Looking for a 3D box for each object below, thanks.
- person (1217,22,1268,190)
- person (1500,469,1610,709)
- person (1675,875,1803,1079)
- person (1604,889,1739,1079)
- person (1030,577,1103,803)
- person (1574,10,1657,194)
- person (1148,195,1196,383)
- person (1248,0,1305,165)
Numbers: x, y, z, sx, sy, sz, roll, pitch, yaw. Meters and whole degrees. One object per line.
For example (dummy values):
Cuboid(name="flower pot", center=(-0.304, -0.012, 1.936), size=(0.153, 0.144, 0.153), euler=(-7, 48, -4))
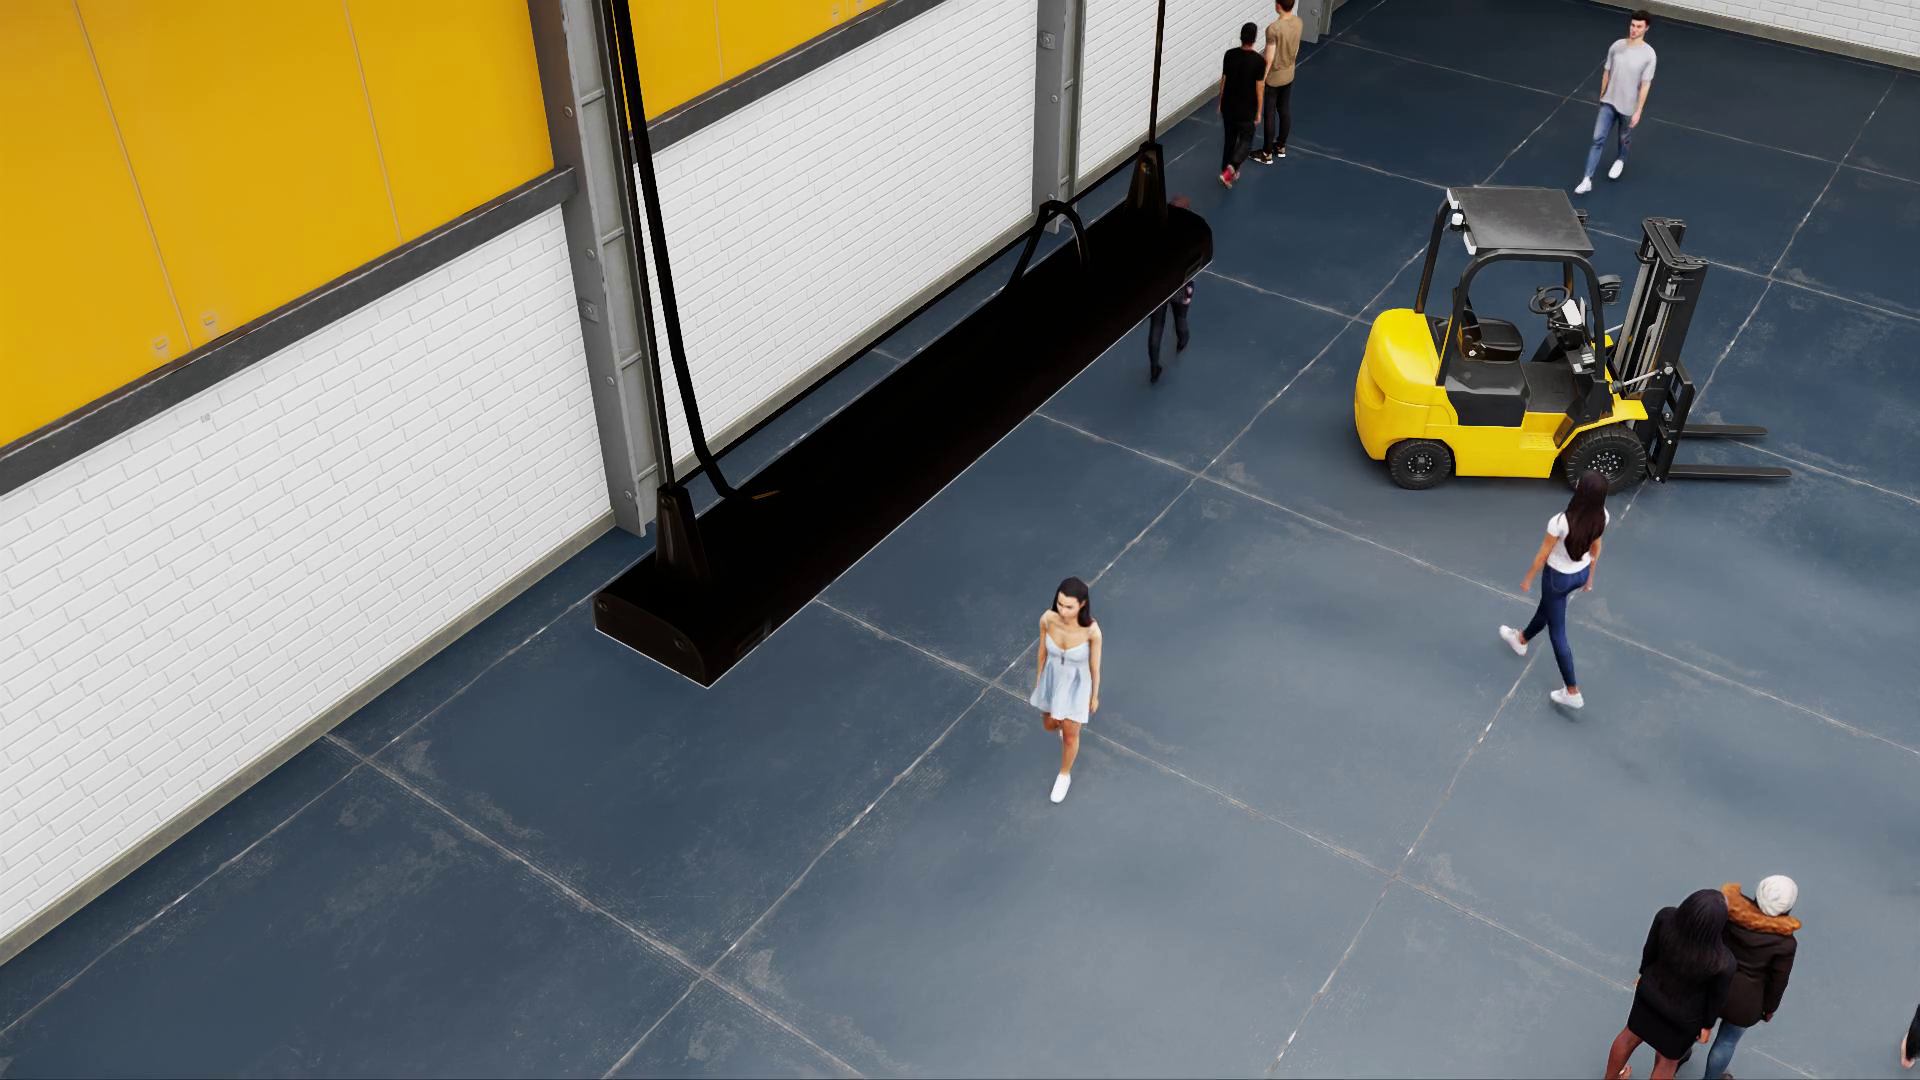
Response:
Cuboid(name="person", center=(2.812, -4.374, 16.977), size=(0.648, 1.738, 0.817), euler=(21, 43, 24))
Cuboid(name="person", center=(4.072, 0.339, 11.075), size=(1.160, 1.738, 1.075), euler=(-15, 41, -18))
Cuboid(name="person", center=(4.040, 2.312, 8.688), size=(0.697, 1.634, 0.702), euler=(-26, 45, -28))
Cuboid(name="person", center=(3.652, 2.373, 8.542), size=(0.629, 1.721, 0.675), euler=(-23, 44, -26))
Cuboid(name="person", center=(0.713, 0.858, 10.442), size=(0.720, 1.716, 0.939), euler=(13, 40, 16))
Cuboid(name="person", center=(6.828, -4.501, 17.047), size=(0.700, 1.848, 1.170), euler=(26, 45, 29))
Cuboid(name="person", center=(1.764, -2.110, 14.214), size=(0.780, 1.646, 1.059), euler=(11, 40, 13))
Cuboid(name="person", center=(3.358, -4.892, 17.535), size=(0.606, 1.850, 0.782), euler=(-27, 46, -29))
